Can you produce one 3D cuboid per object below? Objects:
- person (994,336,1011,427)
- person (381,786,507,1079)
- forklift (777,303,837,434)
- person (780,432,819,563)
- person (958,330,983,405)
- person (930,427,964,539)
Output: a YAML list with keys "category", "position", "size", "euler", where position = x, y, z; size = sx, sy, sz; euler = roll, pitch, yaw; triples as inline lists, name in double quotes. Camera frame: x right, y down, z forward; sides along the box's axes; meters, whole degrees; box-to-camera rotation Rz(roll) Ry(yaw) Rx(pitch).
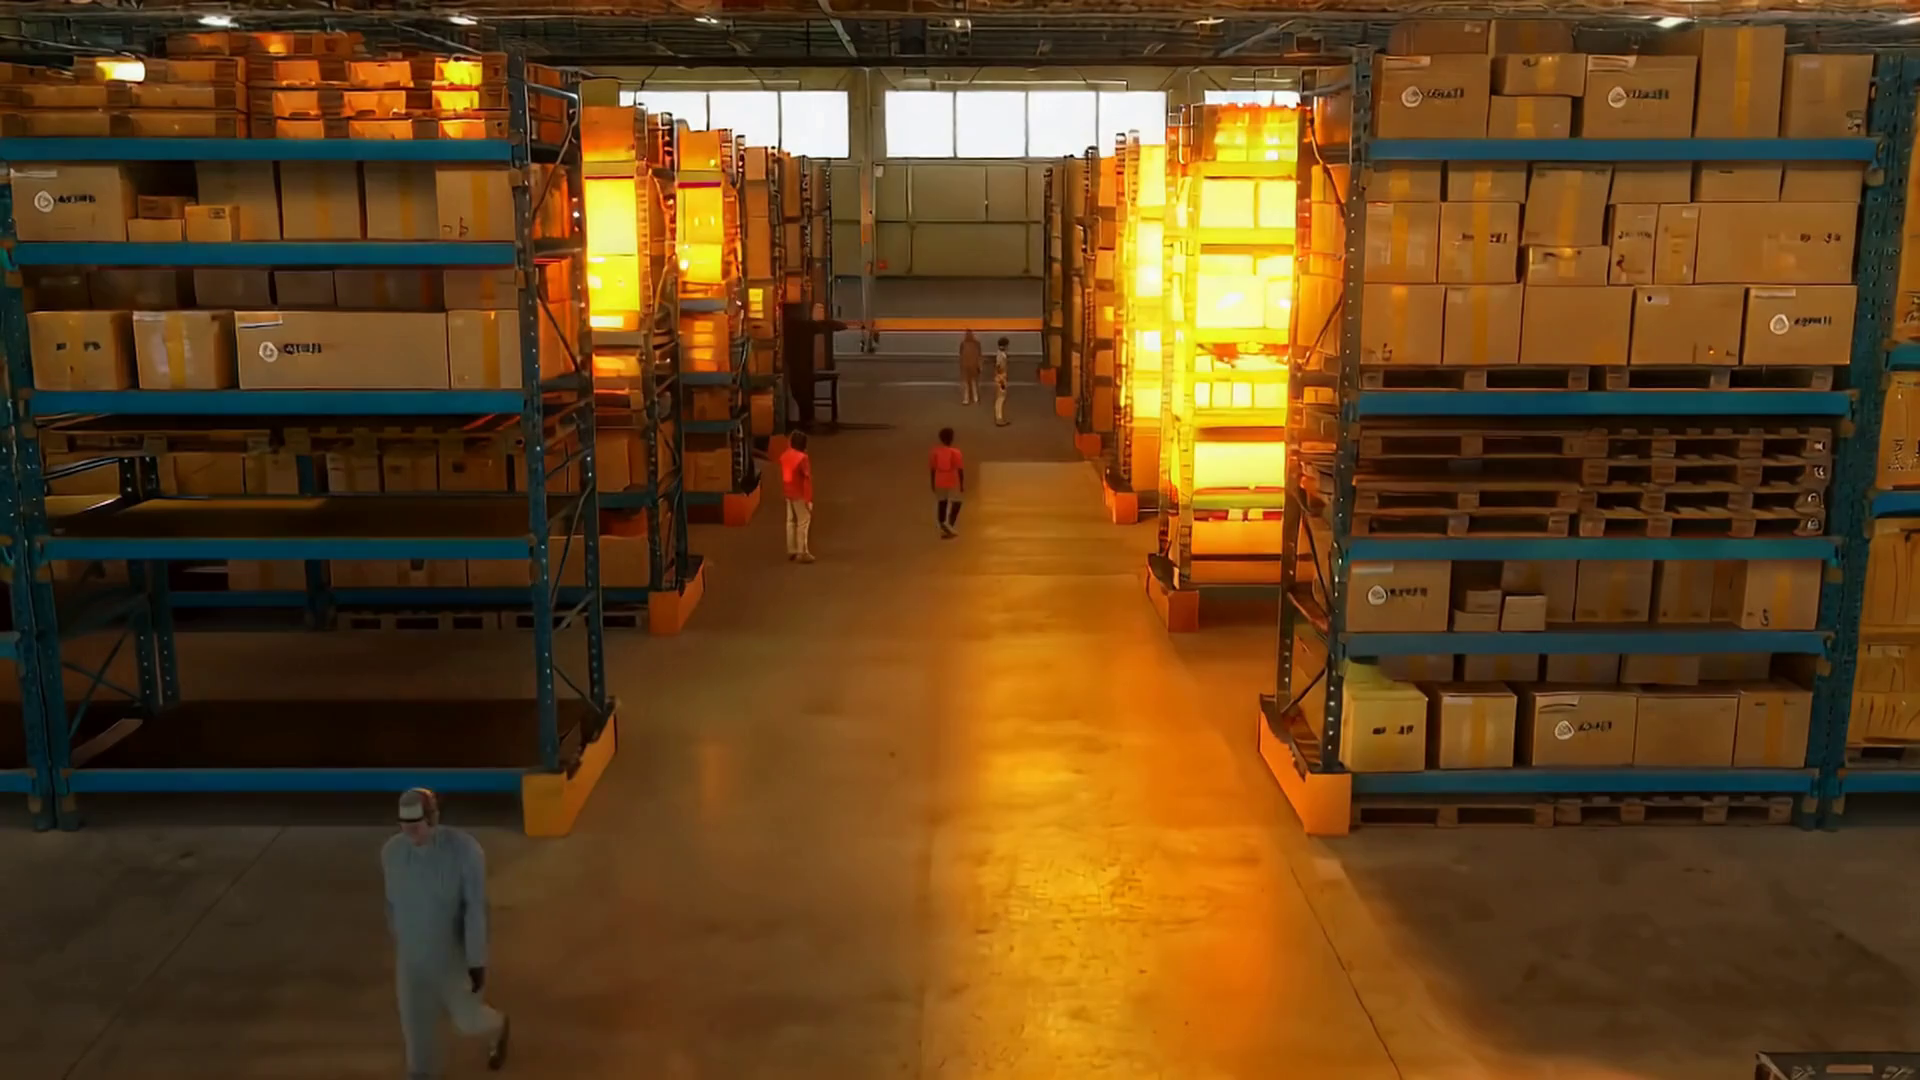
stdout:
- category: "person"
  position: [0.965, -3.586, 37.549]
  size: [0.369, 2.048, 0.608]
  euler: [0, 11, -2]
- category: "person"
  position: [-2.853, 2.219, 9.194]
  size: [0.646, 1.880, 0.739]
  euler: [2, 12, 11]
- category: "forklift"
  position: [-3.612, -3.760, 36.337]
  size: [1.873, 2.768, 1.129]
  euler: [0, 11, -1]
- category: "person"
  position: [-2.233, -0.598, 23.250]
  size: [0.429, 1.842, 0.633]
  euler: [-9, 15, -39]
- category: "person"
  position: [0.271, -4.353, 41.841]
  size: [0.638, 1.857, 1.024]
  euler: [1, 11, 6]
- category: "person"
  position: [-0.191, -0.851, 24.869]
  size: [0.551, 1.685, 0.366]
  euler: [5, 12, 23]
